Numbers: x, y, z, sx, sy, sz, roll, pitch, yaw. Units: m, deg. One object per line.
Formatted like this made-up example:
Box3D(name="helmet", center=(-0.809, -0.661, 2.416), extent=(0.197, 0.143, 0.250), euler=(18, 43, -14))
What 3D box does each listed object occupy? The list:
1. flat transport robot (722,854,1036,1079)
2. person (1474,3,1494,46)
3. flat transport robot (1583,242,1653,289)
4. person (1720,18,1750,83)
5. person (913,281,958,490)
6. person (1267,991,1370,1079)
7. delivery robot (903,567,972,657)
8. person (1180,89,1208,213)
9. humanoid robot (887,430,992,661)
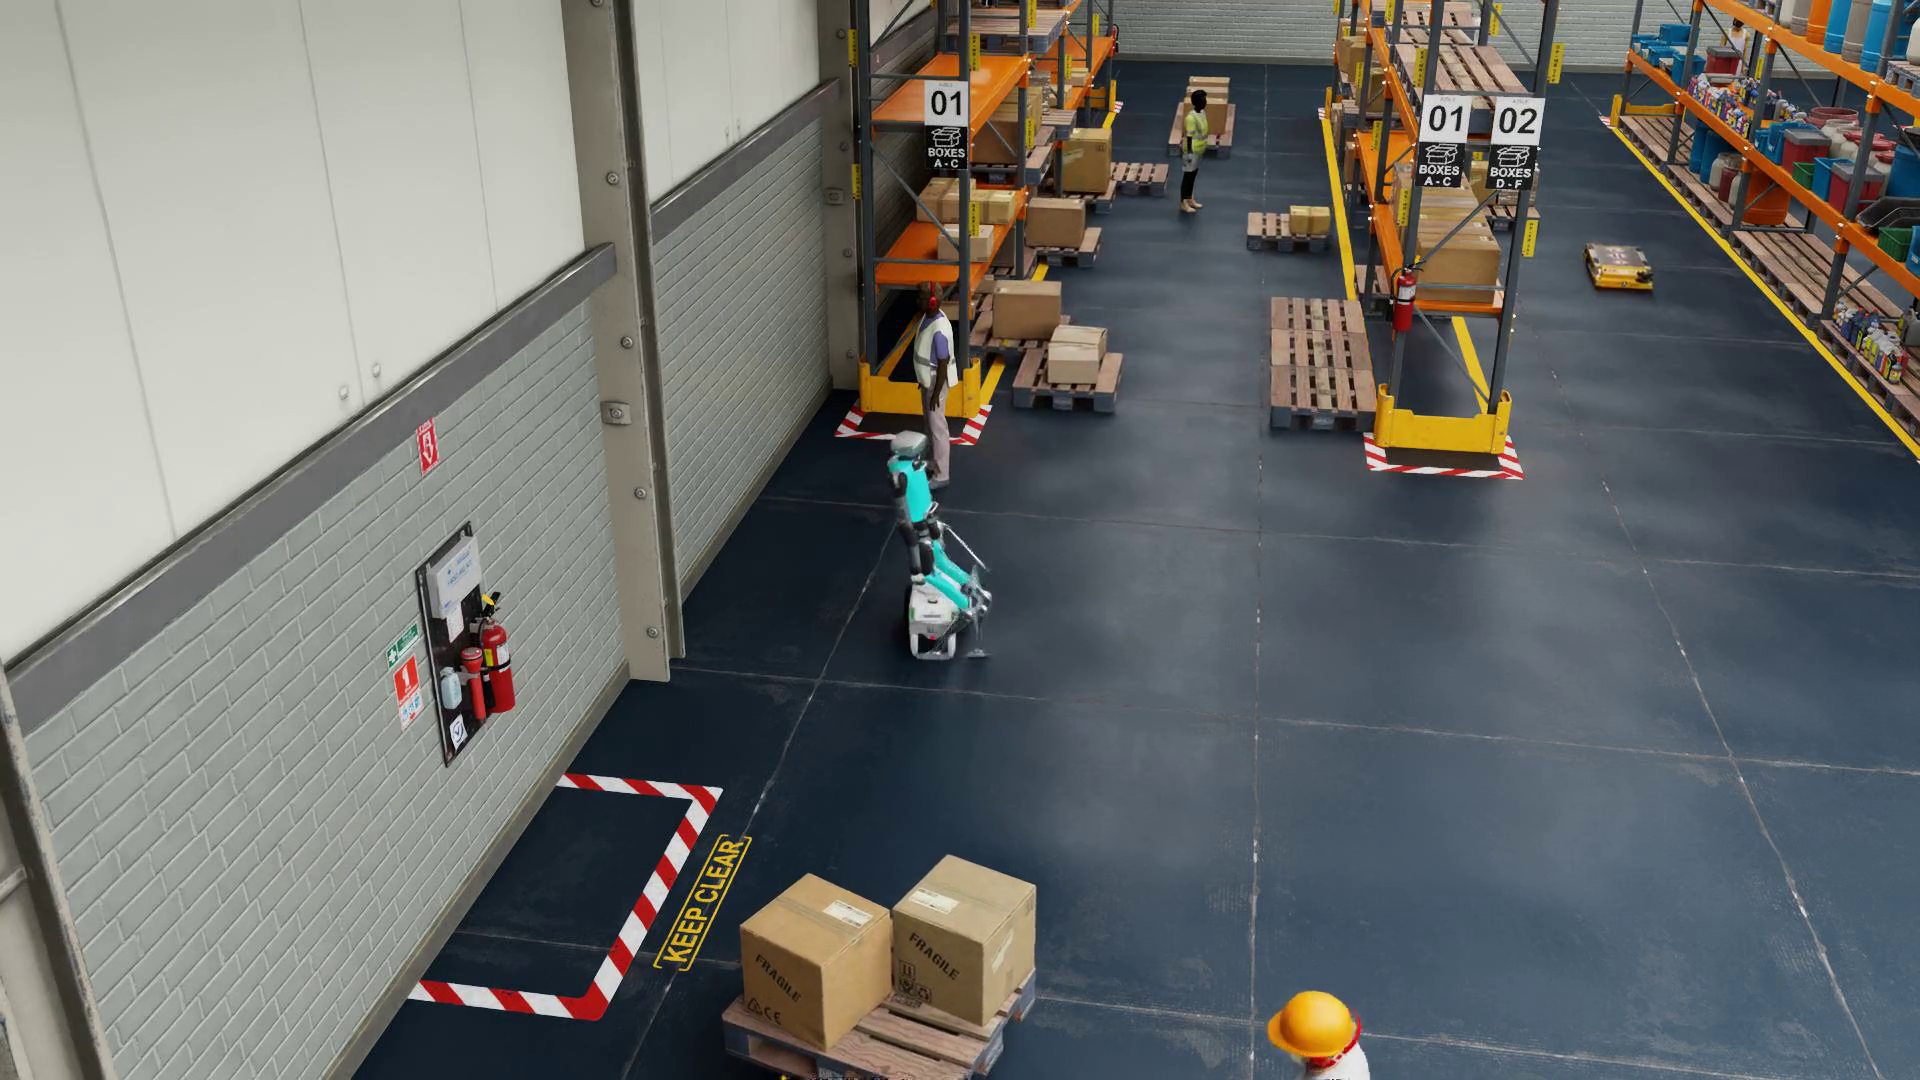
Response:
Box3D(name="flat transport robot", center=(-0.393, 2.460, 8.093), extent=(0.659, 0.231, 1.431), euler=(12, 27, 23))
Box3D(name="person", center=(9.836, -9.380, 31.704), extent=(0.595, 1.726, 0.538), euler=(9, 26, 18))
Box3D(name="flat transport robot", center=(8.155, -3.403, 20.641), extent=(0.659, 0.231, 1.431), euler=(6, 26, 12))
Box3D(name="person", center=(13.640, -8.392, 29.437), extent=(0.520, 1.863, 0.376), euler=(6, 26, 12))
Box3D(name="person", center=(-0.224, -1.342, 14.368), extent=(0.390, 1.846, 0.564), euler=(-6, 26, -12))
Box3D(name="person", center=(1.361, 2.442, 6.250), extent=(0.474, 1.875, 0.645), euler=(14, 28, 27))
Box3D(name="delivery robot", center=(-0.176, 0.461, 12.025), extent=(0.499, 0.587, 0.788), euler=(1, 25, 3))
Box3D(name="person", center=(3.297, -5.473, 23.382), extent=(0.321, 1.695, 0.536), euler=(13, 28, 25))
Box3D(name="humanoid robot", center=(-0.063, 0.114, 11.429), extent=(0.851, 1.789, 0.551), euler=(5, 25, 10))
